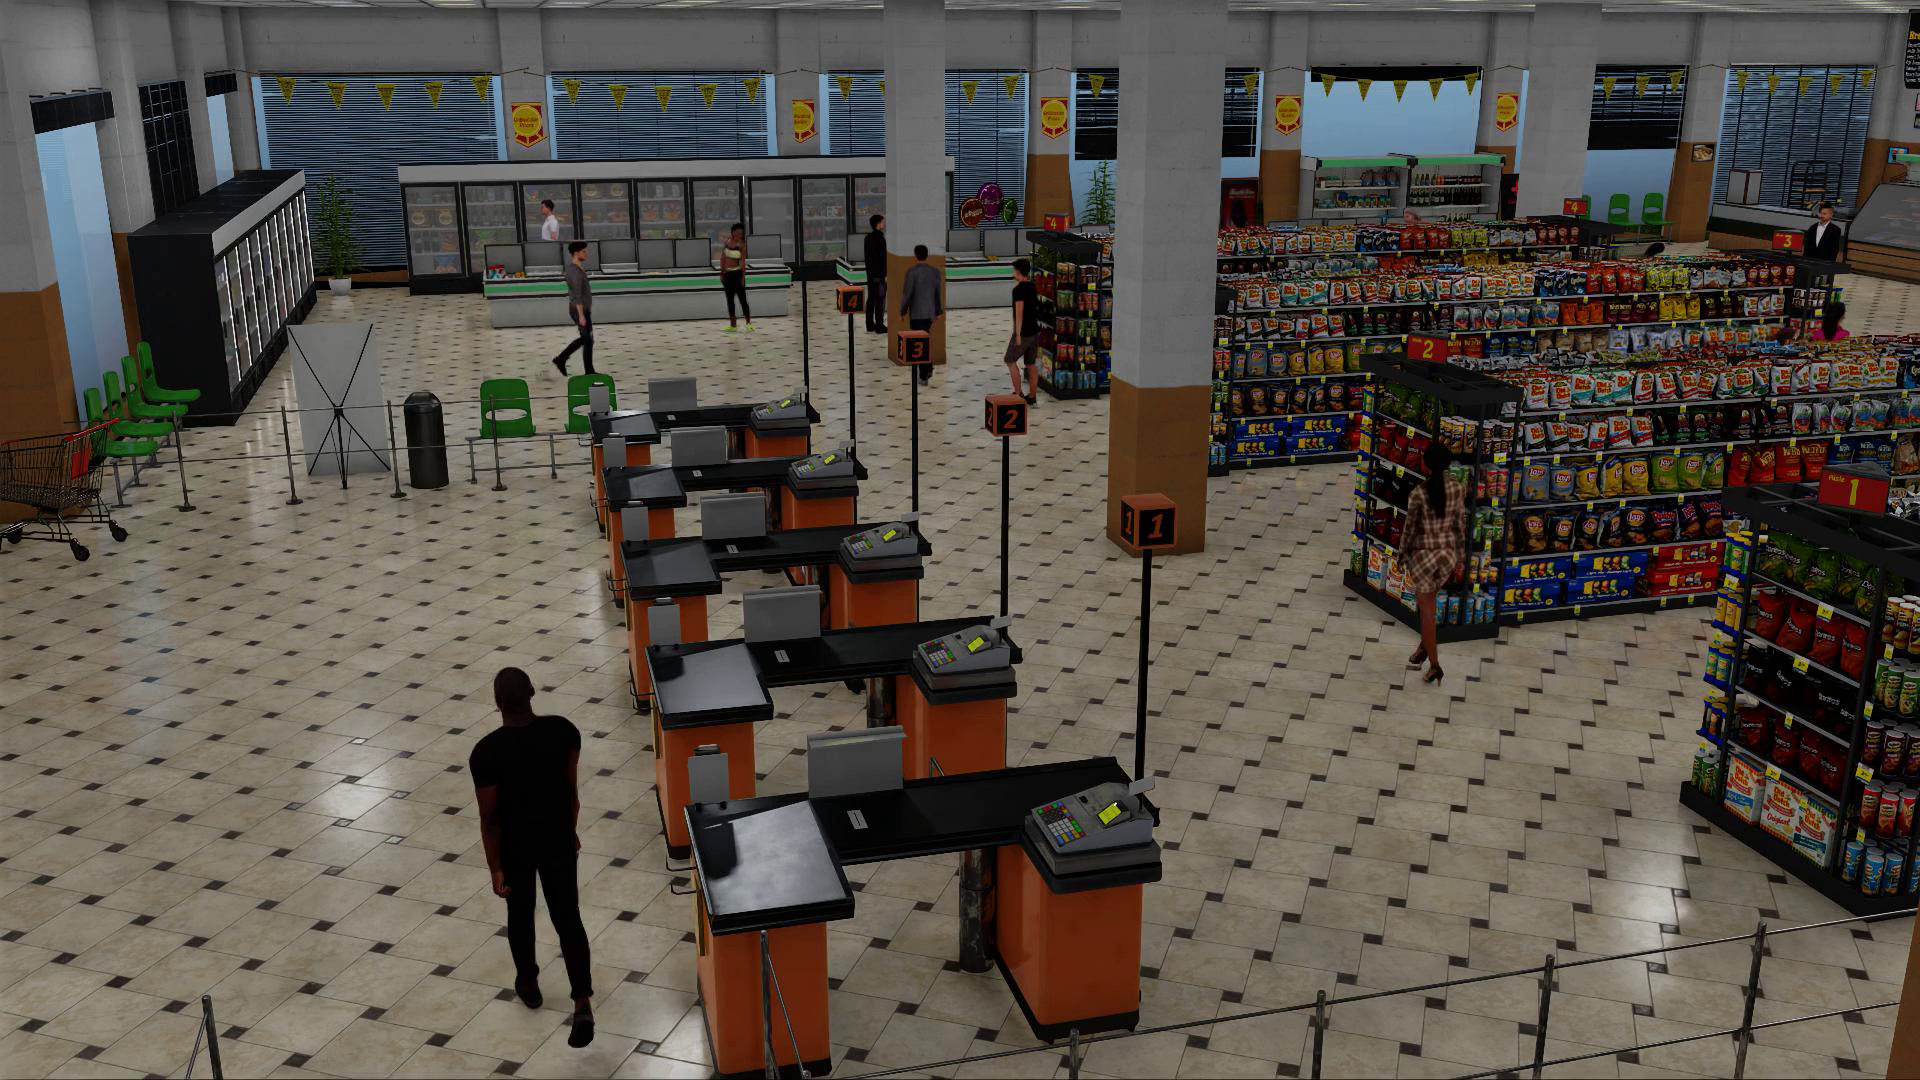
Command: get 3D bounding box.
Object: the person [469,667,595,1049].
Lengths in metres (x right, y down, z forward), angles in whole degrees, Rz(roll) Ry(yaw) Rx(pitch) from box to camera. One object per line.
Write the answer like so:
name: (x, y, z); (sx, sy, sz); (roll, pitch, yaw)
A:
person: (-1.913, 1.469, 7.639); (1.152, 1.791, 0.888); (-9, 19, -26)

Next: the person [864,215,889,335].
person: (-1.317, -4.197, 26.216); (0.711, 1.839, 0.793); (-12, 20, -33)

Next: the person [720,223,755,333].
person: (-3.590, -4.138, 26.215); (0.759, 1.727, 0.837); (15, 22, 40)

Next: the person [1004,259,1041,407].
person: (0.906, -2.600, 20.950); (0.873, 1.844, 0.811); (10, 19, 29)

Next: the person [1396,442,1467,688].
person: (3.402, 0.206, 11.831); (0.673, 1.772, 0.663); (-4, 17, -14)

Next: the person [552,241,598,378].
person: (-5.178, -3.062, 22.390); (0.959, 1.890, 0.724); (-3, 17, -11)

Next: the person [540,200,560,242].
person: (-6.903, -4.890, 28.499); (0.935, 1.839, 0.734); (-7, 18, -21)

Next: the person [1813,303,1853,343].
person: (9.603, -1.773, 18.521); (1.012, 1.671, 0.757); (-10, 20, -30)

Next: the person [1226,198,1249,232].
person: (5.030, -5.313, 30.140); (0.538, 1.694, 0.682); (-6, 18, -19)

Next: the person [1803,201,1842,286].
person: (14.067, -4.563, 27.215); (0.731, 1.959, 0.781); (-12, 20, -34)

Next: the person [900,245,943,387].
person: (-0.456, -2.985, 22.198); (0.756, 1.854, 0.880); (-13, 21, -37)
